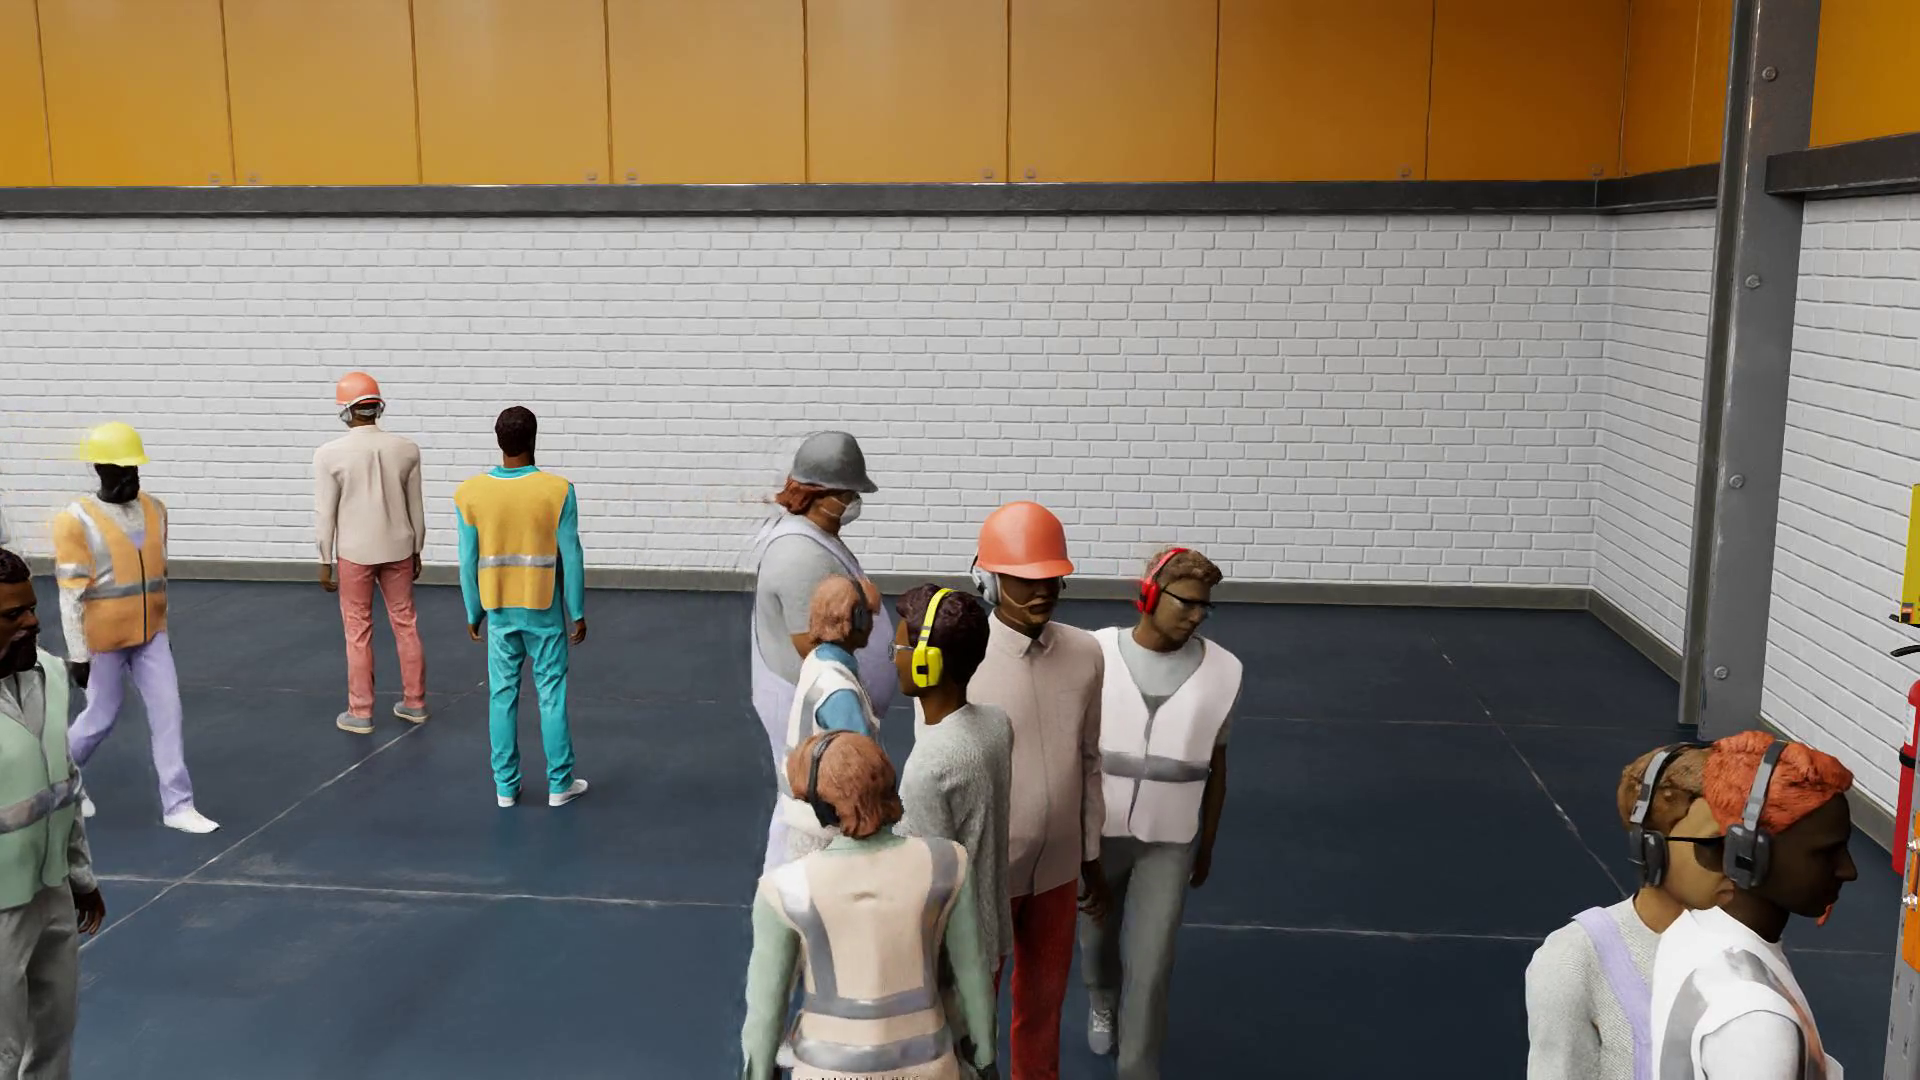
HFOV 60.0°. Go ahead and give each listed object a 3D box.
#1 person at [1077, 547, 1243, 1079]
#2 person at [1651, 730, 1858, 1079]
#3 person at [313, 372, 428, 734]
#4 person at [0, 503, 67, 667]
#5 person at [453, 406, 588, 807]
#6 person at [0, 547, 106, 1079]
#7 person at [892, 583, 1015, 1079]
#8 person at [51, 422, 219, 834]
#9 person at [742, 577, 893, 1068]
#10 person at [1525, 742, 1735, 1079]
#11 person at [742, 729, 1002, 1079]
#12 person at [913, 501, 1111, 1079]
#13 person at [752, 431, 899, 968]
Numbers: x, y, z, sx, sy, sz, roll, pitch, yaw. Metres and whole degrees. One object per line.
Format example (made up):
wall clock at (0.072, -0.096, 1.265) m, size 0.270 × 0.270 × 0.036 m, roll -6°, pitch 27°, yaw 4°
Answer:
person at (0.547, 0.880, 5.093) m, size 0.595 × 1.793 × 0.937 m, roll 1°, pitch 10°, yaw 4°
person at (1.261, 1.238, 2.776) m, size 0.341 × 1.881 × 0.587 m, roll 2°, pitch 10°, yaw 10°
person at (-3.264, 0.066, 9.212) m, size 0.610 × 1.985 × 0.415 m, roll -9°, pitch 13°, yaw -42°
person at (-5.394, 0.222, 9.342) m, size 0.507 × 1.620 × 0.543 m, roll -7°, pitch 12°, yaw -35°
person at (-2.071, 0.325, 7.899) m, size 0.587 × 1.920 × 0.391 m, roll 0°, pitch 10°, yaw 1°
person at (-2.495, 0.953, 4.346) m, size 0.387 × 1.912 × 0.592 m, roll 1°, pitch 10°, yaw 4°
person at (-0.044, 1.026, 4.029) m, size 0.329 × 1.872 × 0.510 m, roll 4°, pitch 11°, yaw 19°
person at (-3.862, 0.397, 7.578) m, size 0.907 × 1.895 × 0.599 m, roll 4°, pitch 11°, yaw 24°
person at (-0.338, 0.920, 5.389) m, size 0.838 × 1.593 × 0.532 m, roll -1°, pitch 10°, yaw -4°
person at (1.182, 1.244, 2.848) m, size 0.507 × 1.847 × 0.346 m, roll -4°, pitch 11°, yaw -24°
person at (-0.184, 1.208, 3.745) m, size 0.619 × 1.605 × 0.391 m, roll -2°, pitch 10°, yaw -13°
person at (0.153, 0.880, 4.507) m, size 0.608 × 1.995 × 0.377 m, roll -7°, pitch 12°, yaw -33°
person at (-0.394, 0.578, 6.102) m, size 0.794 × 2.000 × 0.696 m, roll 0°, pitch 10°, yaw -1°
